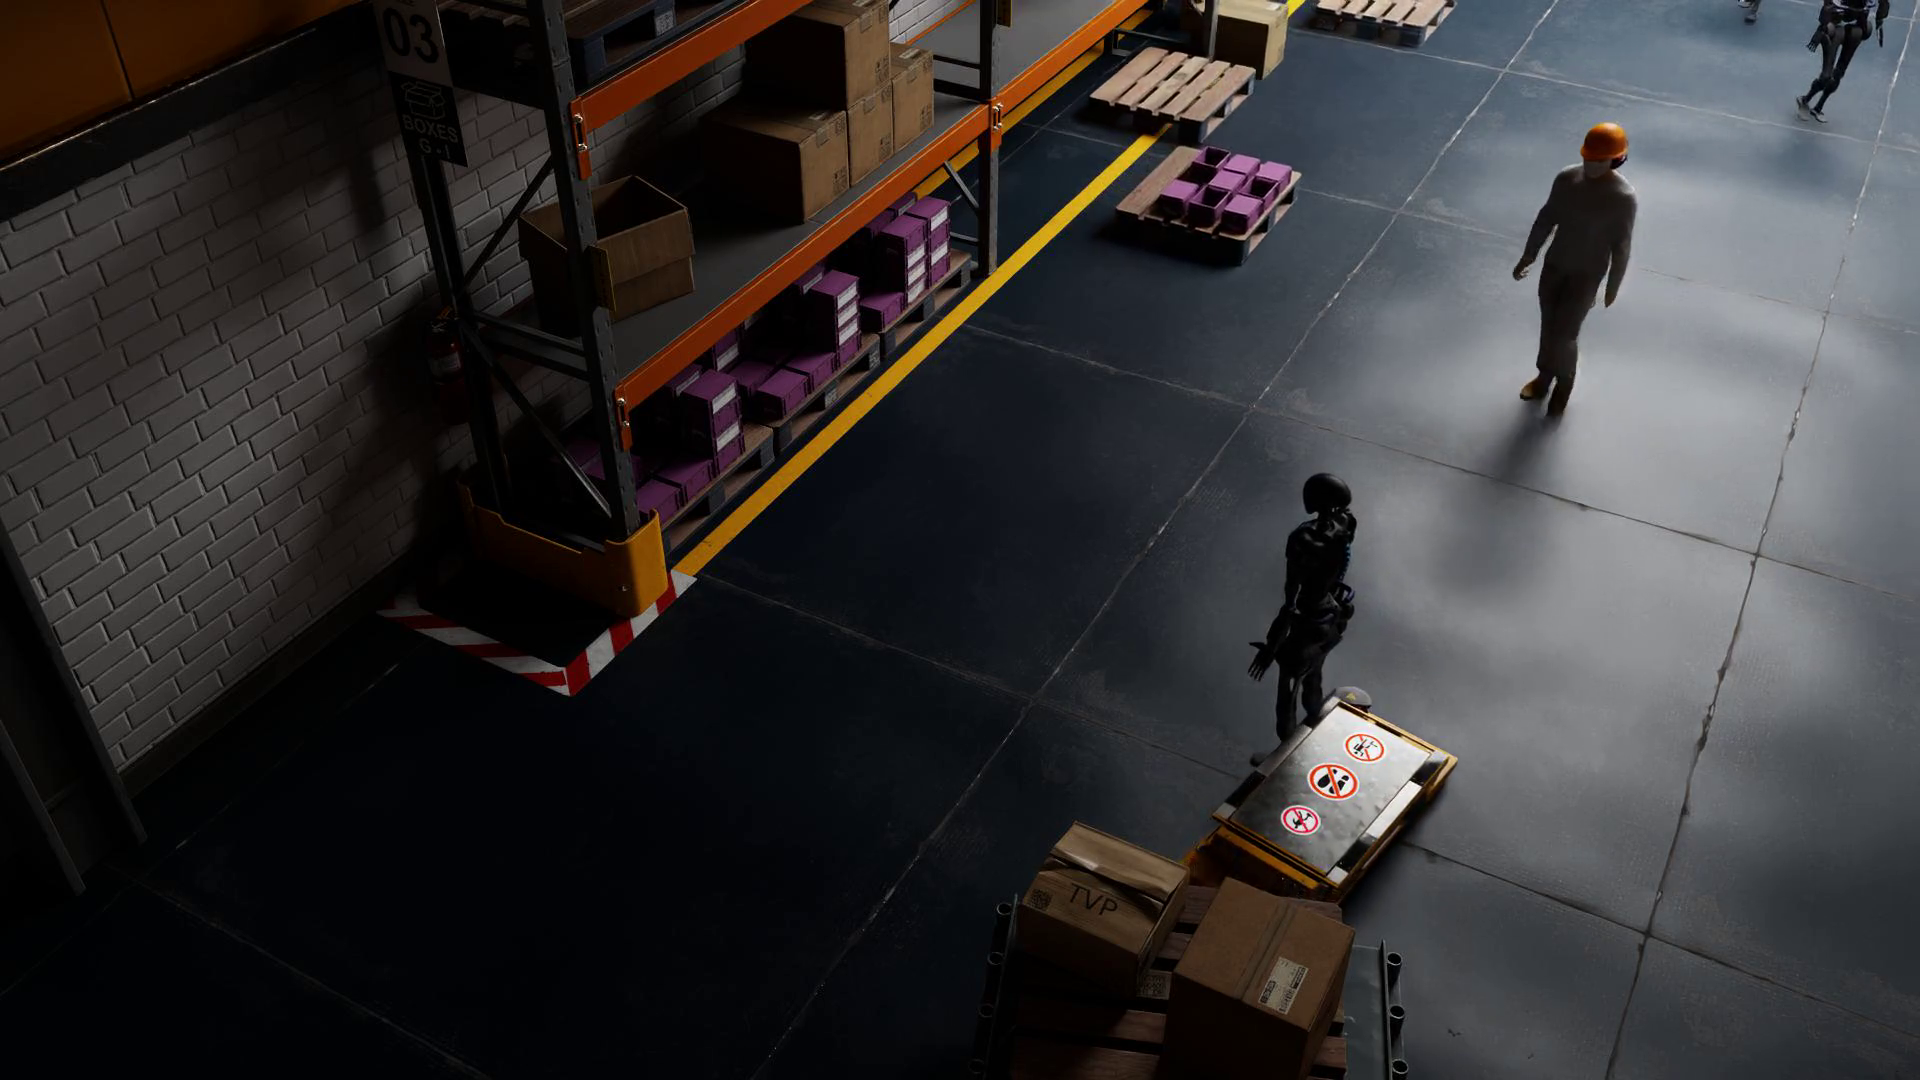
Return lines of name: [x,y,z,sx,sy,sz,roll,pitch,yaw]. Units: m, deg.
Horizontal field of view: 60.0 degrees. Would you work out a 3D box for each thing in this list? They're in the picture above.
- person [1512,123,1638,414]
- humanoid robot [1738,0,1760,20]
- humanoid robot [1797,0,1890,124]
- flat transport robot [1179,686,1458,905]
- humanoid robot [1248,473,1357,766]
person: [3.657,-1.627,9.969,0.467,1.881,0.592,-26,46,-29]
humanoid robot: [7.359,-5.580,15.085,0.600,1.631,0.713,27,46,30]
humanoid robot: [7.090,-4.120,13.246,0.589,1.648,0.350,-5,39,-6]
flat transport robot: [1.672,1.239,7.671,0.659,0.231,1.431,28,46,30]
humanoid robot: [1.582,0.384,7.611,0.326,1.655,0.600,28,46,30]
